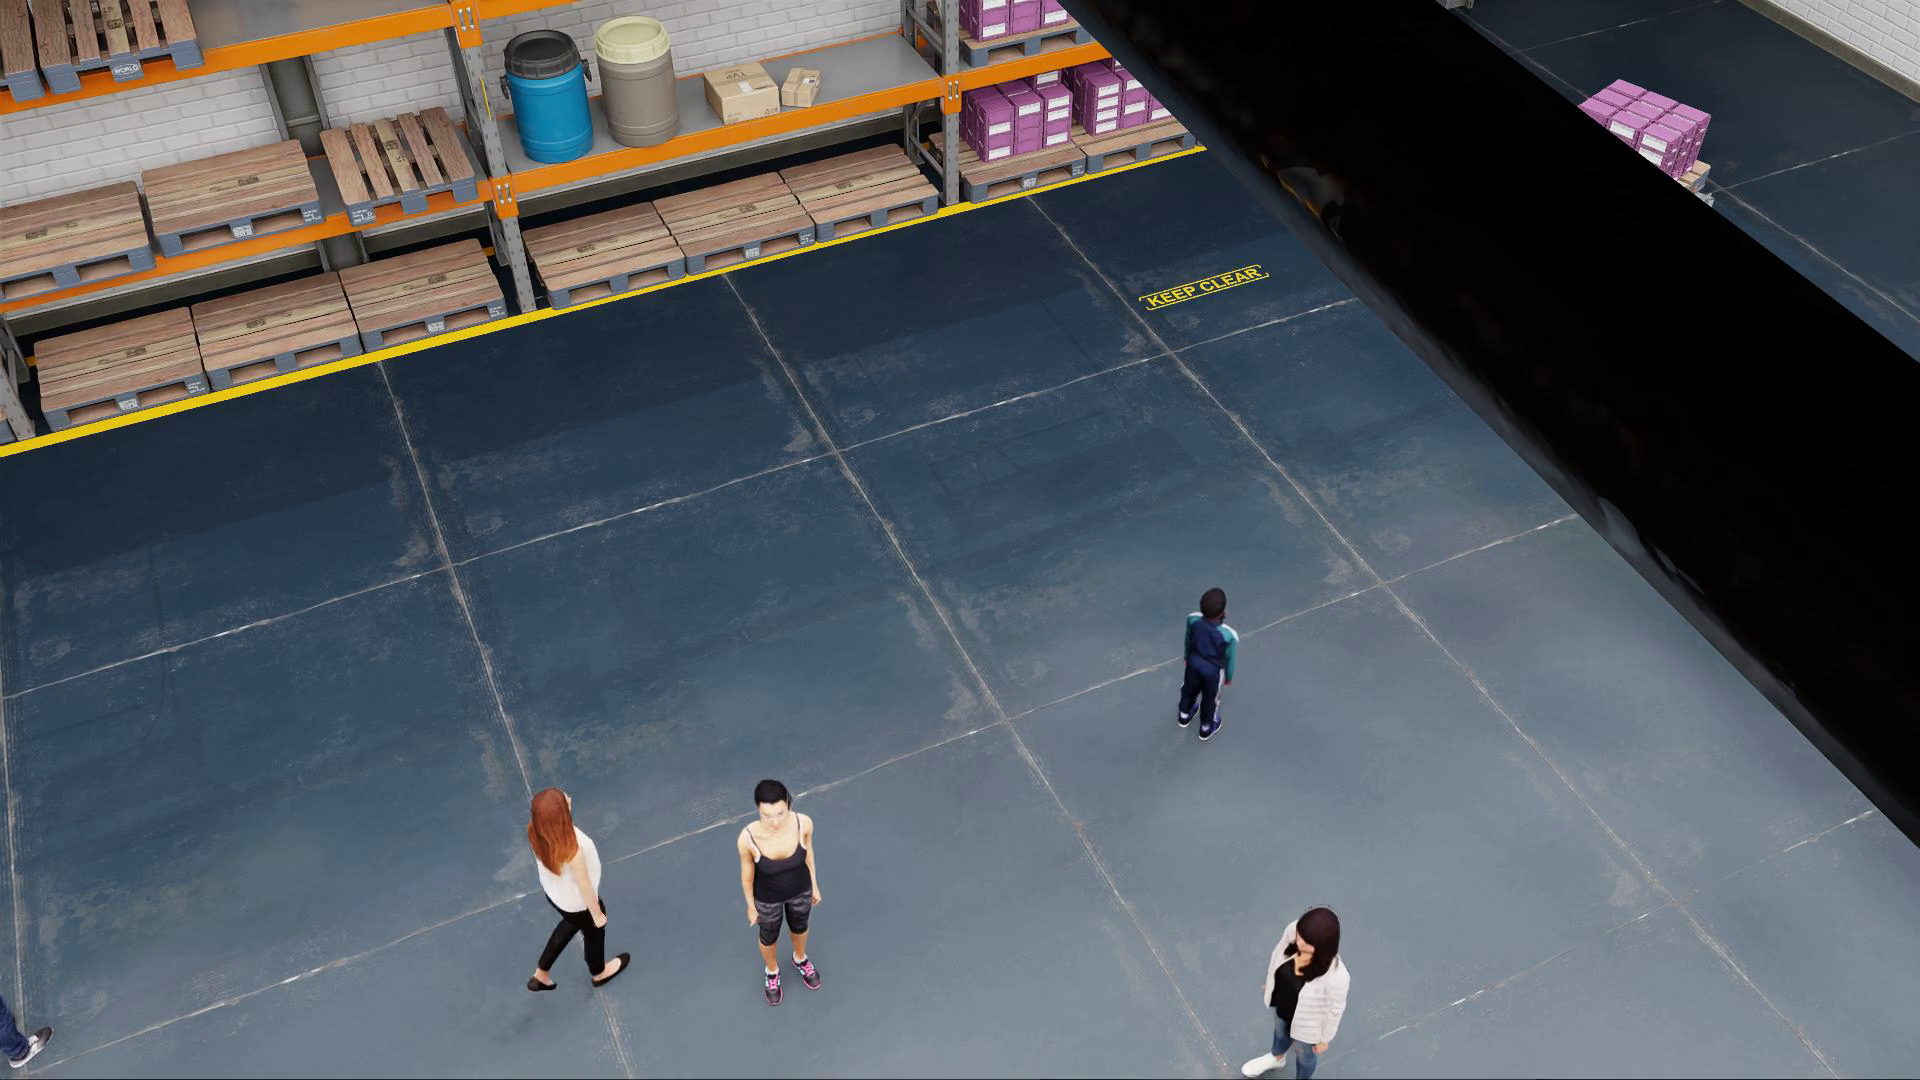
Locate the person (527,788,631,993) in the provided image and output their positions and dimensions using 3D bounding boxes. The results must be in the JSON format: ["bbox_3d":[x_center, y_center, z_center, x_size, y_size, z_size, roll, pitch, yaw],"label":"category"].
[{"bbox_3d":[-2.141,1.947,8.919,0.895,1.712,0.725,-32,52,-29],"label":"person"}]

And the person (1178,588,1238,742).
[{"bbox_3d":[1.556,0.779,10.475,0.579,1.257,0.608,27,50,25],"label":"person"}]

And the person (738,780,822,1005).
[{"bbox_3d":[-0.967,1.880,8.977,0.482,1.730,0.634,-15,46,-16],"label":"person"}]

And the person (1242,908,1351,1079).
[{"bbox_3d":[1.757,2.379,8.521,0.579,1.635,0.647,-23,48,-23],"label":"person"}]
